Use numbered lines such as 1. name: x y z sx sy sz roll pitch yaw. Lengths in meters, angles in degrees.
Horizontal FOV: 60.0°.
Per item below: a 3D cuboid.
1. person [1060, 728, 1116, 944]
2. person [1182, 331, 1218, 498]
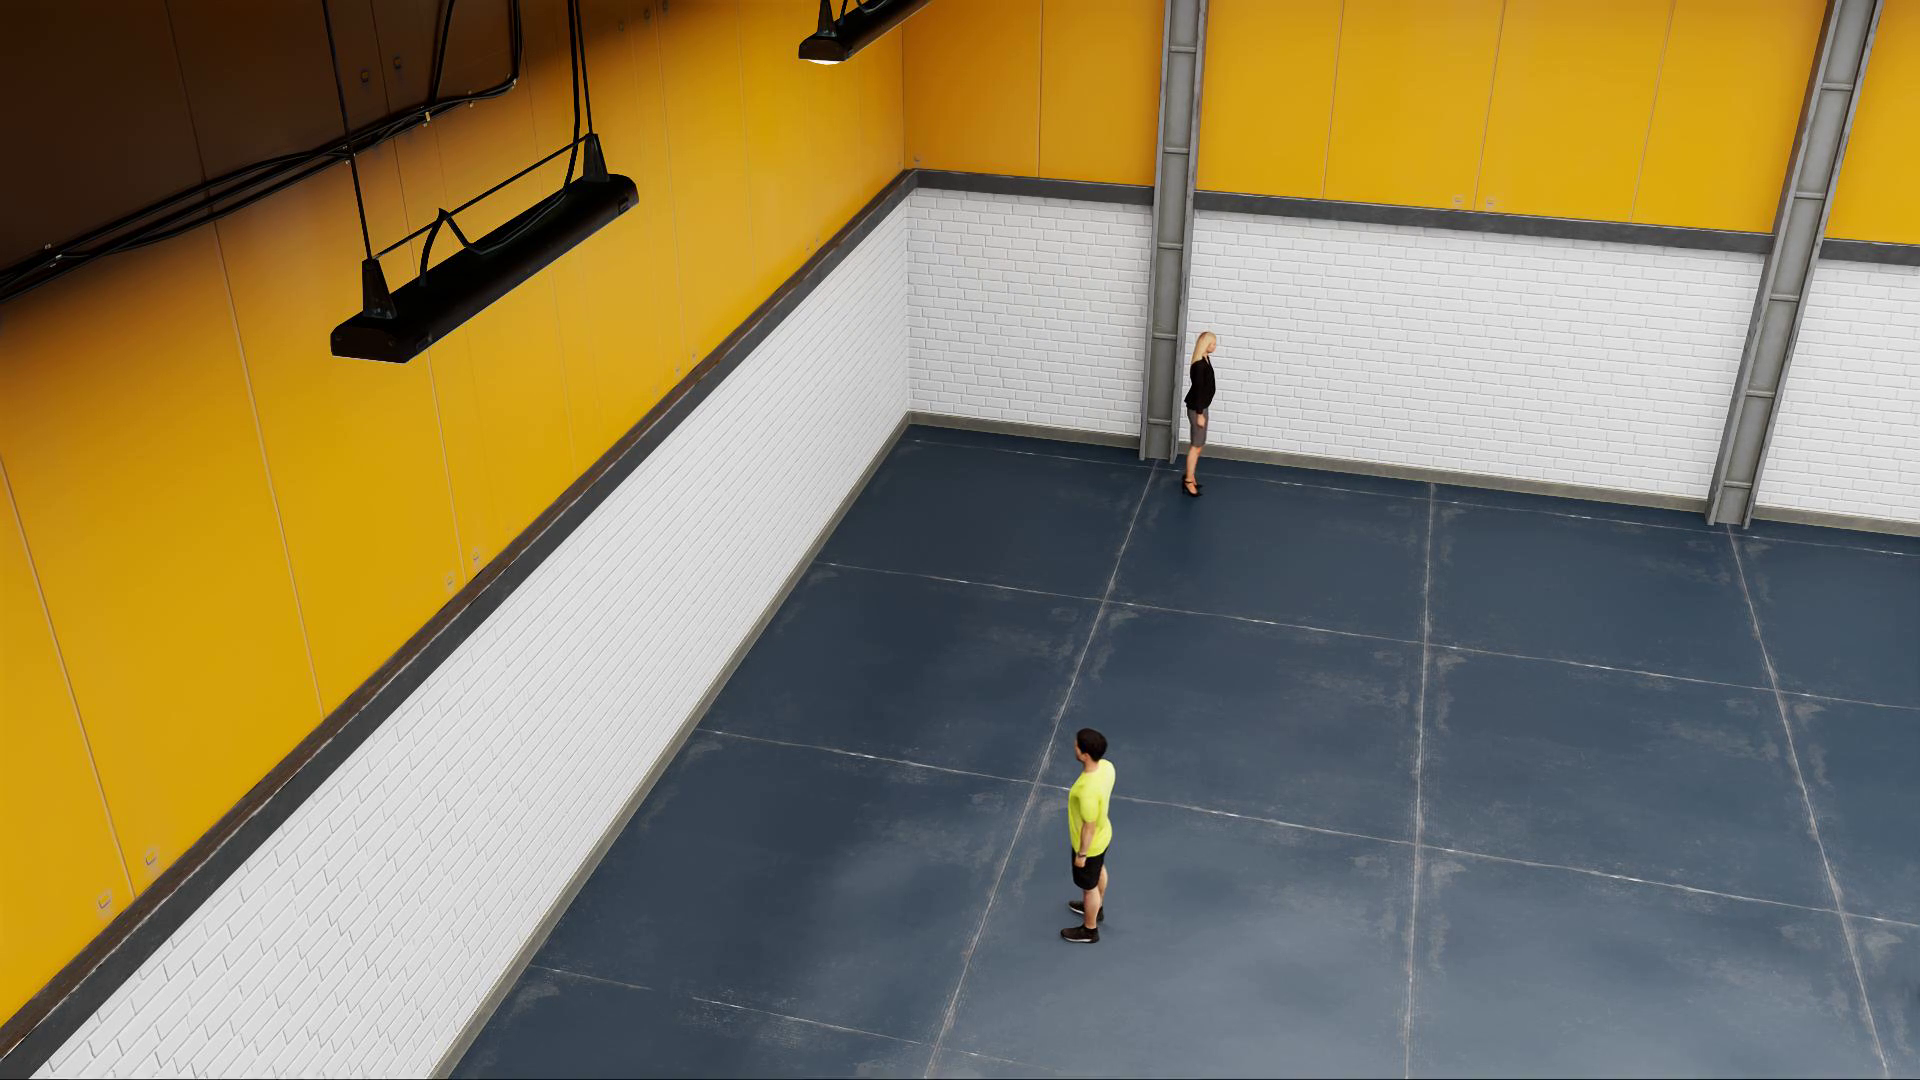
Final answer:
1. person: 0.917 2.036 11.549 0.542 1.708 0.623 9 30 16
2. person: 2.510 -1.336 17.593 0.544 1.838 0.619 6 29 11
